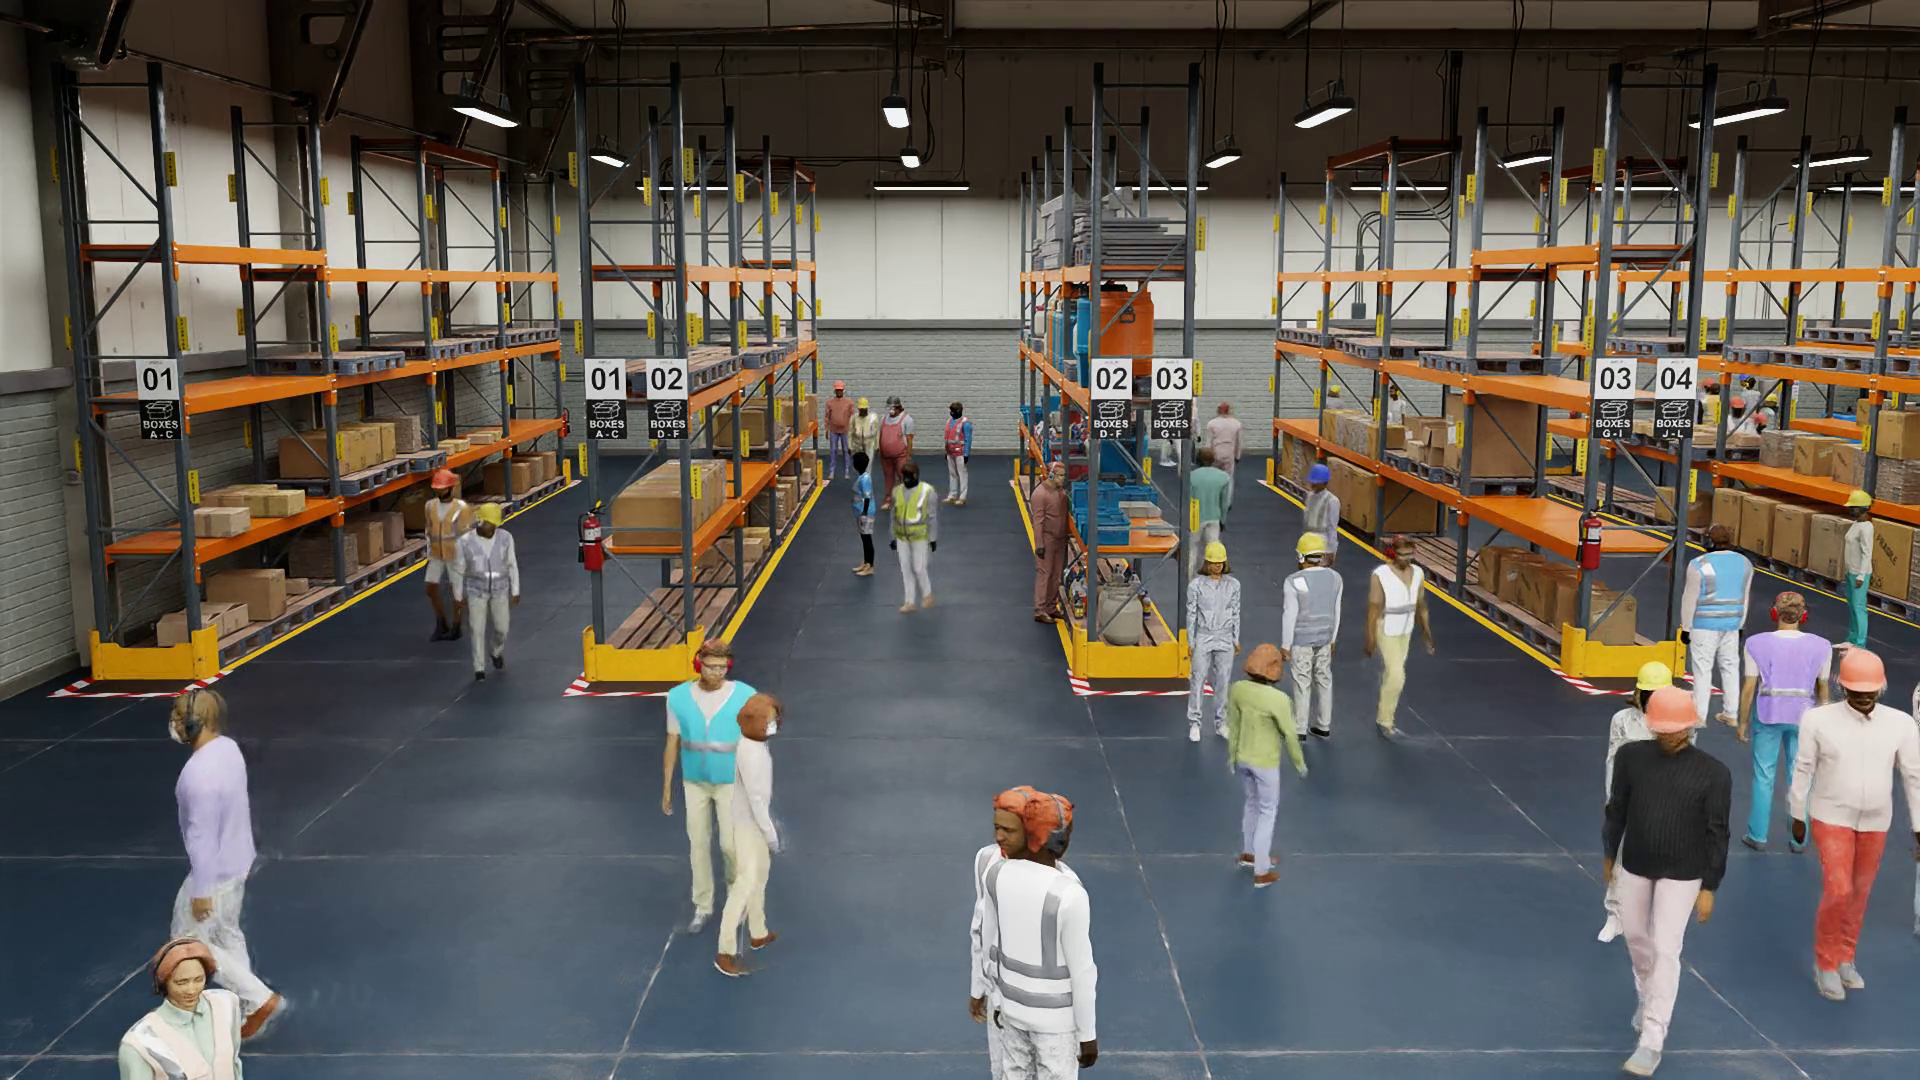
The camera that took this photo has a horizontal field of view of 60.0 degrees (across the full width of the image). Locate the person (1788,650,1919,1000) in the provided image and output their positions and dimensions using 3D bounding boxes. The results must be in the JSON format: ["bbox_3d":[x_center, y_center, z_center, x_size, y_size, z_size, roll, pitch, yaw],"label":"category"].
[{"bbox_3d":[5.002,1.579,9.240,0.632,1.964,0.668,1,9,6],"label":"person"}]

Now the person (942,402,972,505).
[{"bbox_3d":[-0.061,-1.546,29.730,0.430,1.844,0.619,-7,11,-38],"label":"person"}]

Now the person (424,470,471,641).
[{"bbox_3d":[-5.682,0.183,18.343,0.586,1.919,0.548,2,9,11],"label":"person"}]

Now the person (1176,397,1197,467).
[{"bbox_3d":[4.887,-2.488,35.812,0.346,1.840,0.503,-5,10,-28],"label":"person"}]

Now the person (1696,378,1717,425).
[{"bbox_3d":[16.205,-2.562,36.065,0.521,1.903,0.584,4,10,22],"label":"person"}]

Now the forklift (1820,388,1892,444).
[{"bbox_3d":[20.072,-3.110,36.462,1.873,2.768,1.129,0,9,0],"label":"forklift"}]

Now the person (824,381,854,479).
[{"bbox_3d":[-2.428,-2.211,33.506,0.619,1.997,0.373,1,9,4],"label":"person"}]

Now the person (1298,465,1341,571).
[{"bbox_3d":[4.123,0.080,19.048,0.526,1.919,0.658,-4,10,-23],"label":"person"}]

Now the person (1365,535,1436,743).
[{"bbox_3d":[3.795,0.844,14.417,0.590,1.815,0.501,-7,11,-37],"label":"person"}]

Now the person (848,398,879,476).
[{"bbox_3d":[-1.825,-1.820,31.661,0.593,1.792,0.900,1,9,5],"label":"person"}]

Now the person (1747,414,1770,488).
[{"bbox_3d":[13.866,-1.344,28.864,0.583,1.699,0.892,-2,9,-15],"label":"person"}]

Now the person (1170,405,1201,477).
[{"bbox_3d":[4.504,-2.117,33.522,0.618,1.813,0.904,-3,9,-18],"label":"person"}]

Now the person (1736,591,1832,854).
[{"bbox_3d":[5.727,1.274,11.576,0.572,1.843,0.373,2,9,11],"label":"person"}]

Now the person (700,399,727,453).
[{"bbox_3d":[-4.588,-1.854,31.385,0.626,1.956,1.017,0,9,-1],"label":"person"}]

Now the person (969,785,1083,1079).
[{"bbox_3d":[0.270,1.954,7.092,0.577,1.879,0.351,9,12,44],"label":"person"}]

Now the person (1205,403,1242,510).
[{"bbox_3d":[4.603,-1.484,29.268,0.678,1.859,0.968,-1,9,-7],"label":"person"}]

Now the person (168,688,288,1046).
[{"bbox_3d":[-3.827,1.702,8.563,0.473,1.923,0.644,-2,9,-11],"label":"person"}]

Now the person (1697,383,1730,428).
[{"bbox_3d":[15.998,-2.418,35.349,0.624,1.841,0.430,3,9,21],"label":"person"}]

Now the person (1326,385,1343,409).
[{"bbox_3d":[8.226,-2.600,36.939,0.516,1.699,0.375,1,9,9],"label":"person"}]

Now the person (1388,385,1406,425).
[{"bbox_3d":[8.977,-2.272,34.348,0.341,1.866,0.521,-6,11,-34],"label":"person"}]

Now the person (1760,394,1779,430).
[{"bbox_3d":[16.311,-2.088,33.582,0.321,1.731,0.490,0,9,-1],"label":"person"}]

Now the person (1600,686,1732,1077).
[{"bbox_3d":[3.581,1.695,8.562,0.775,1.963,0.652,-8,12,-43],"label":"person"}]

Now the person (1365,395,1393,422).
[{"bbox_3d":[7.772,-1.787,31.041,0.552,1.923,0.390,1,9,4],"label":"person"}]

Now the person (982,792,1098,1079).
[{"bbox_3d":[0.345,1.973,6.944,0.574,1.887,0.355,9,12,44],"label":"person"}]

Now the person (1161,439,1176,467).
[{"bbox_3d":[4.559,-2.551,35.927,0.387,1.922,0.593,2,9,15],"label":"person"}]

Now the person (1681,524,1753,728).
[{"bbox_3d":[6.752,0.768,14.913,0.642,1.833,0.431,-2,9,-10],"label":"person"}]

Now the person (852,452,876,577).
[{"bbox_3d":[-1.305,-0.356,22.524,0.322,1.699,0.536,-1,9,-9],"label":"person"}]

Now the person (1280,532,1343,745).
[{"bbox_3d":[3.007,0.847,14.357,0.589,1.835,0.404,-4,10,-24],"label":"person"}]

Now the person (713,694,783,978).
[{"bbox_3d":[-1.214,1.682,9.698,0.382,1.610,0.746,0,9,0],"label":"person"}]

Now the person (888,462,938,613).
[{"bbox_3d":[-0.577,-0.029,20.009,0.648,1.829,0.433,5,10,27],"label":"person"}]

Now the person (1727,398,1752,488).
[{"bbox_3d":[14.112,-1.651,30.276,0.558,1.890,0.977,2,9,12],"label":"person"}]

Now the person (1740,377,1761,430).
[{"bbox_3d":[17.537,-2.693,37.001,0.510,1.877,0.328,-3,9,-17],"label":"person"}]

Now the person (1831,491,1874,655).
[{"bbox_3d":[9.561,0.351,17.774,0.317,1.766,0.533,2,9,15],"label":"person"}]

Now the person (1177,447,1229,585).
[{"bbox_3d":[3.089,-0.249,21.226,0.652,1.888,0.999,-1,9,-8],"label":"person"}]

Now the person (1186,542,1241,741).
[{"bbox_3d":[2.206,0.880,14.434,0.494,1.743,0.305,-2,9,-10],"label":"person"}]

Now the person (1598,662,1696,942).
[{"bbox_3d":[4.103,1.579,9.941,0.486,1.744,0.294,5,10,29],"label":"person"}]

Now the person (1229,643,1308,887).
[{"bbox_3d":[2.043,1.474,11.027,0.426,1.618,0.517,-5,10,-29],"label":"person"}]

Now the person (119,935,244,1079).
[{"bbox_3d":[-2.804,2.234,6.071,0.311,1.636,0.523,4,10,22],"label":"person"}]

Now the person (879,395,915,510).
[{"bbox_3d":[-1.147,-1.517,28.902,0.682,2.000,0.535,5,10,28],"label":"person"}]

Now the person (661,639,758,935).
[{"bbox_3d":[-1.529,1.498,10.218,0.605,1.832,0.444,1,9,3],"label":"person"}]

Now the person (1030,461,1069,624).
[{"bbox_3d":[1.084,0.023,19.480,0.401,1.896,0.650,6,11,34],"label":"person"}]

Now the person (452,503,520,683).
[{"bbox_3d":[-4.735,0.515,16.599,0.668,1.799,0.434,-4,10,-25],"label":"person"}]
